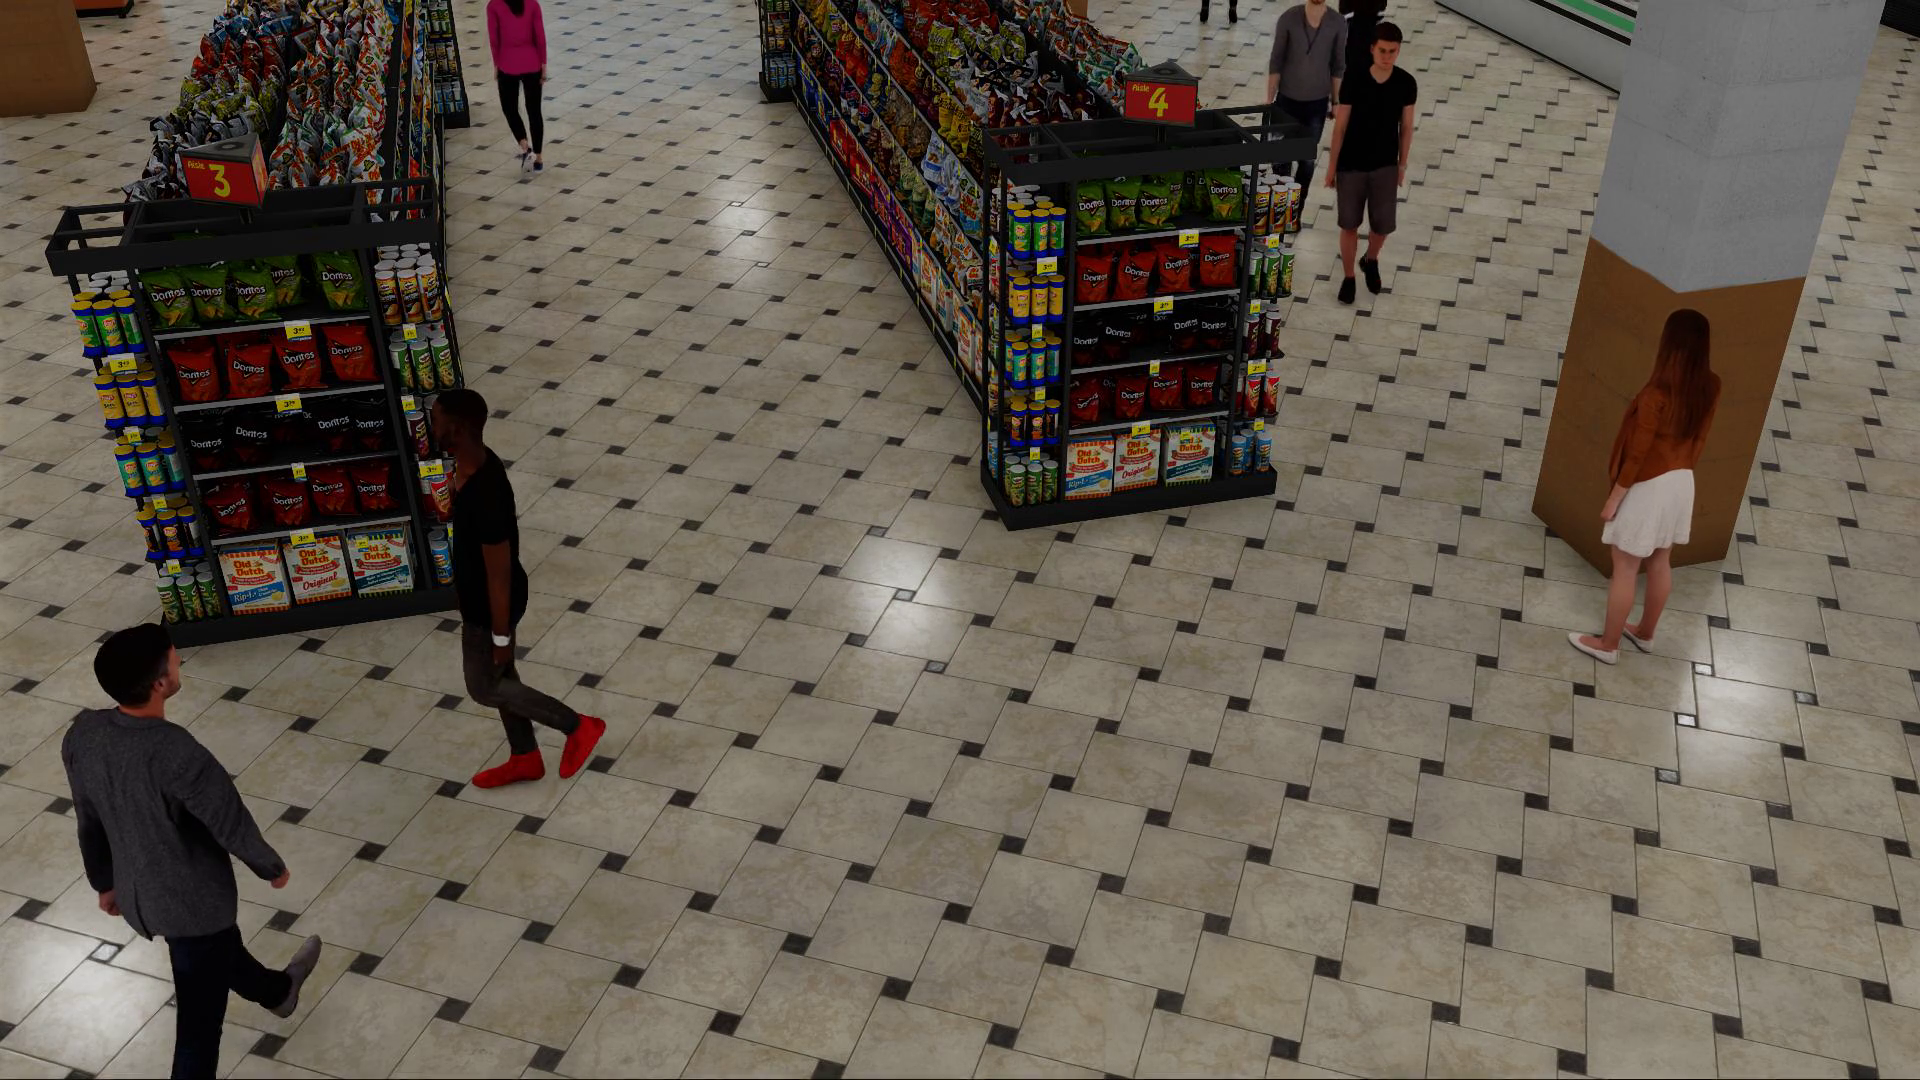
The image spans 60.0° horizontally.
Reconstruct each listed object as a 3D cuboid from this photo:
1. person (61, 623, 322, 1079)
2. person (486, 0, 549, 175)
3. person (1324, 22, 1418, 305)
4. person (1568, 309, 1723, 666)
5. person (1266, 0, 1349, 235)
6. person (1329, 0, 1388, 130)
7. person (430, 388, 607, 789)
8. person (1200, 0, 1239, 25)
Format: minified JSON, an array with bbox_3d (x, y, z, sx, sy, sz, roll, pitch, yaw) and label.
[{"bbox_3d":[-2.441,1.155,5.100,1.100,1.825,1.203,13,34,20],"label":"person"},{"bbox_3d":[-3.404,-3.622,12.914,0.616,1.681,0.823,-11,33,-16],"label":"person"},{"bbox_3d":[2.682,-2.496,10.943,0.807,1.852,0.836,6,32,9],"label":"person"},{"bbox_3d":[3.101,-0.216,7.402,0.649,1.722,0.615,-14,35,-21],"label":"person"},{"bbox_3d":[2.479,-3.222,12.069,0.892,1.894,1.004,4,32,7],"label":"person"},{"bbox_3d":[3.248,-3.935,13.468,0.600,1.628,0.608,-10,33,-15],"label":"person"},{"bbox_3d":[-1.767,0.222,6.637,0.752,1.786,0.750,-12,34,-18],"label":"person"},{"bbox_3d":[2.680,-6.200,16.906,0.745,1.840,0.746,6,32,9],"label":"person"}]
